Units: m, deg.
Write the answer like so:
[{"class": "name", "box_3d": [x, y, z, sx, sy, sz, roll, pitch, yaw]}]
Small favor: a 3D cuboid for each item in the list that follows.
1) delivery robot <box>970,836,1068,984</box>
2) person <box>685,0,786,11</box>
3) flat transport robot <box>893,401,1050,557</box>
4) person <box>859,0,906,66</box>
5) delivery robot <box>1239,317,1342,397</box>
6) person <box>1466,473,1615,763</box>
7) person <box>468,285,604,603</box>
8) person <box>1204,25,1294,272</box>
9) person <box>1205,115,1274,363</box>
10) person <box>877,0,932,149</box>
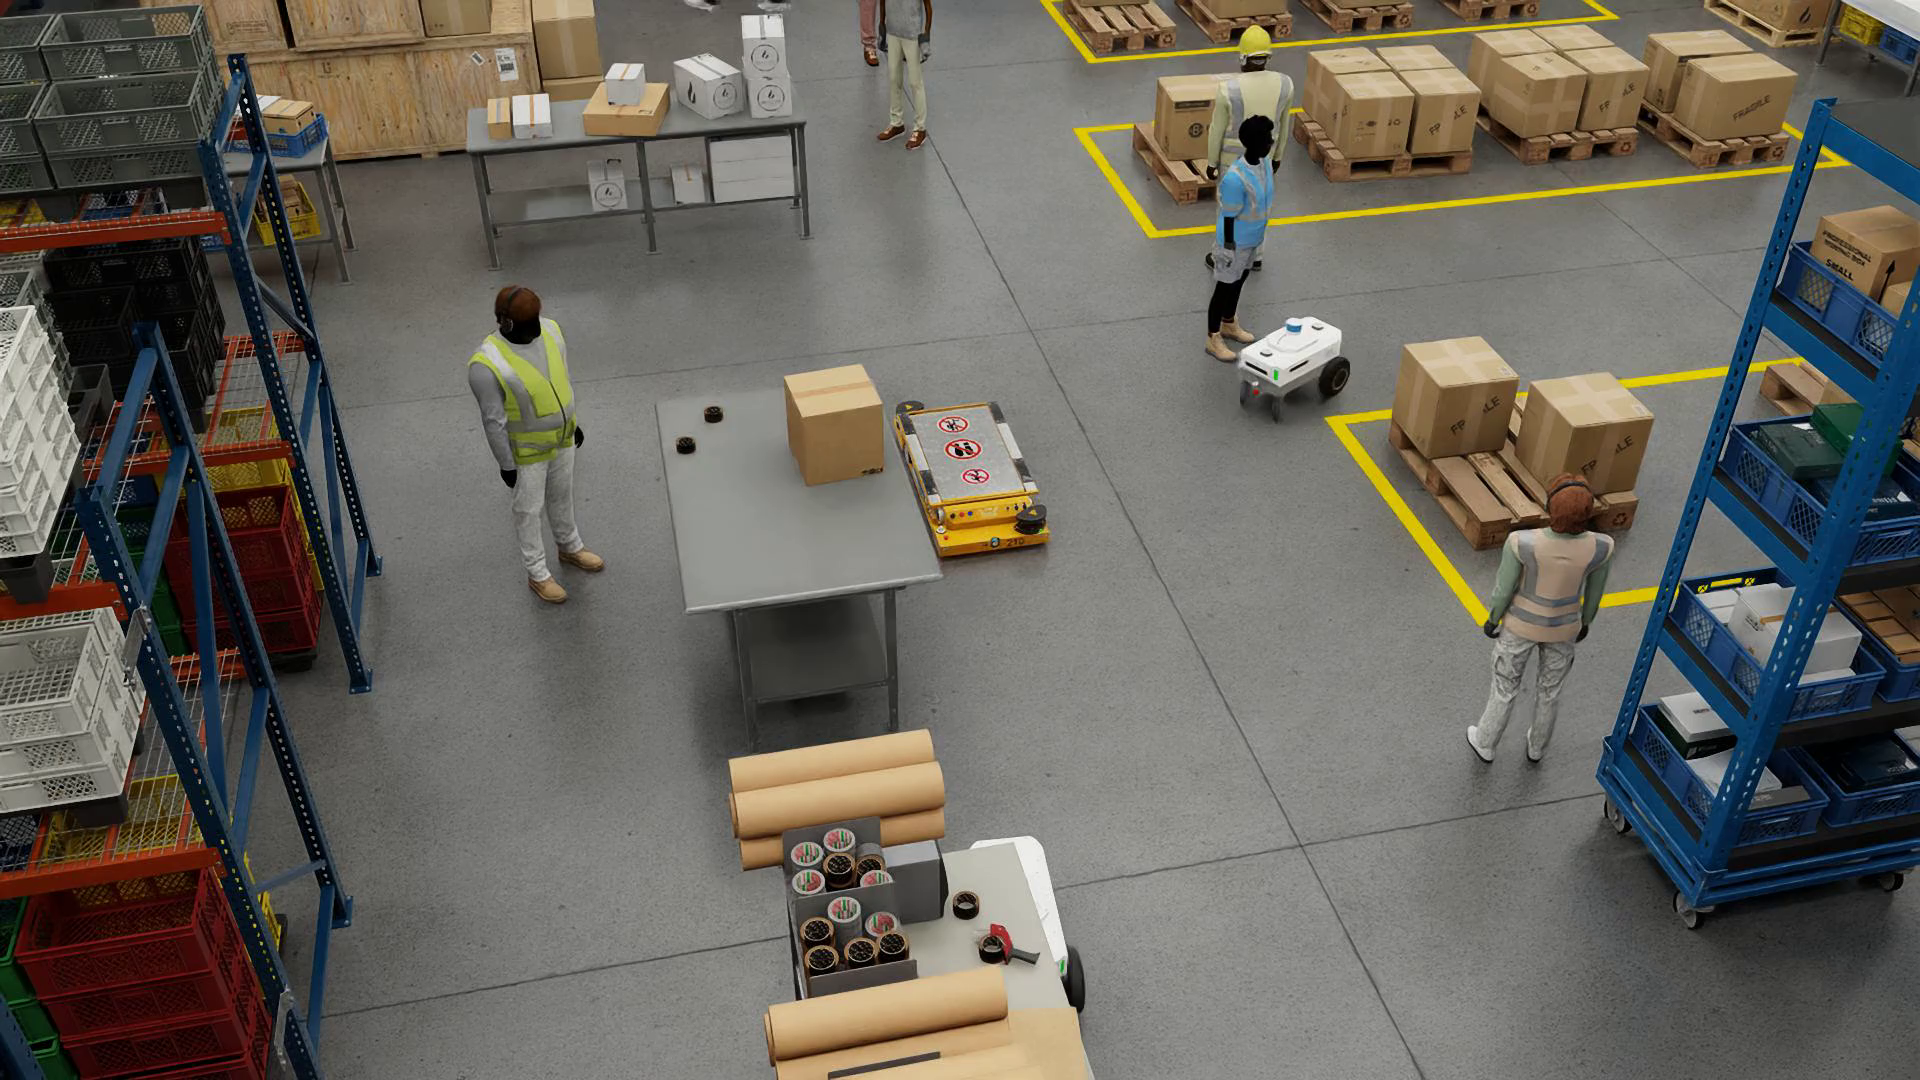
[{"class": "delivery robot", "box_3d": [0.236, 1.591, 7.081, 0.477, 0.478, 0.707, -5, 37, -6]}, {"class": "person", "box_3d": [-2.265, -6.159, 16.515, 1.035, 1.844, 0.594, 0, 37, 0]}, {"class": "flat transport robot", "box_3d": [0.046, -0.430, 10.108, 0.652, 0.197, 1.431, -8, 37, -10]}, {"class": "person", "box_3d": [-0.730, -5.359, 15.384, 0.647, 1.900, 0.403, -15, 39, -19]}, {"class": "delivery robot", "box_3d": [2.155, -1.213, 10.850, 0.707, 0.478, 0.477, -28, 45, -32]}, {"class": "person", "box_3d": [2.735, 0.400, 7.853, 0.513, 1.641, 0.307, 1, 37, 2]}, {"class": "person", "box_3d": [-2.258, -0.531, 8.940, 0.429, 1.842, 0.626, 19, 40, 23]}, {"class": "person", "box_3d": [2.054, -2.786, 11.987, 0.595, 1.824, 0.403, -9, 38, -12]}, {"class": "person", "box_3d": [1.877, -2.016, 11.052, 0.319, 1.695, 0.538, 22, 42, 27]}, {"class": "person", "box_3d": [-0.473, -4.195, 13.840, 0.534, 1.869, 0.311, 22, 42, 27]}]
